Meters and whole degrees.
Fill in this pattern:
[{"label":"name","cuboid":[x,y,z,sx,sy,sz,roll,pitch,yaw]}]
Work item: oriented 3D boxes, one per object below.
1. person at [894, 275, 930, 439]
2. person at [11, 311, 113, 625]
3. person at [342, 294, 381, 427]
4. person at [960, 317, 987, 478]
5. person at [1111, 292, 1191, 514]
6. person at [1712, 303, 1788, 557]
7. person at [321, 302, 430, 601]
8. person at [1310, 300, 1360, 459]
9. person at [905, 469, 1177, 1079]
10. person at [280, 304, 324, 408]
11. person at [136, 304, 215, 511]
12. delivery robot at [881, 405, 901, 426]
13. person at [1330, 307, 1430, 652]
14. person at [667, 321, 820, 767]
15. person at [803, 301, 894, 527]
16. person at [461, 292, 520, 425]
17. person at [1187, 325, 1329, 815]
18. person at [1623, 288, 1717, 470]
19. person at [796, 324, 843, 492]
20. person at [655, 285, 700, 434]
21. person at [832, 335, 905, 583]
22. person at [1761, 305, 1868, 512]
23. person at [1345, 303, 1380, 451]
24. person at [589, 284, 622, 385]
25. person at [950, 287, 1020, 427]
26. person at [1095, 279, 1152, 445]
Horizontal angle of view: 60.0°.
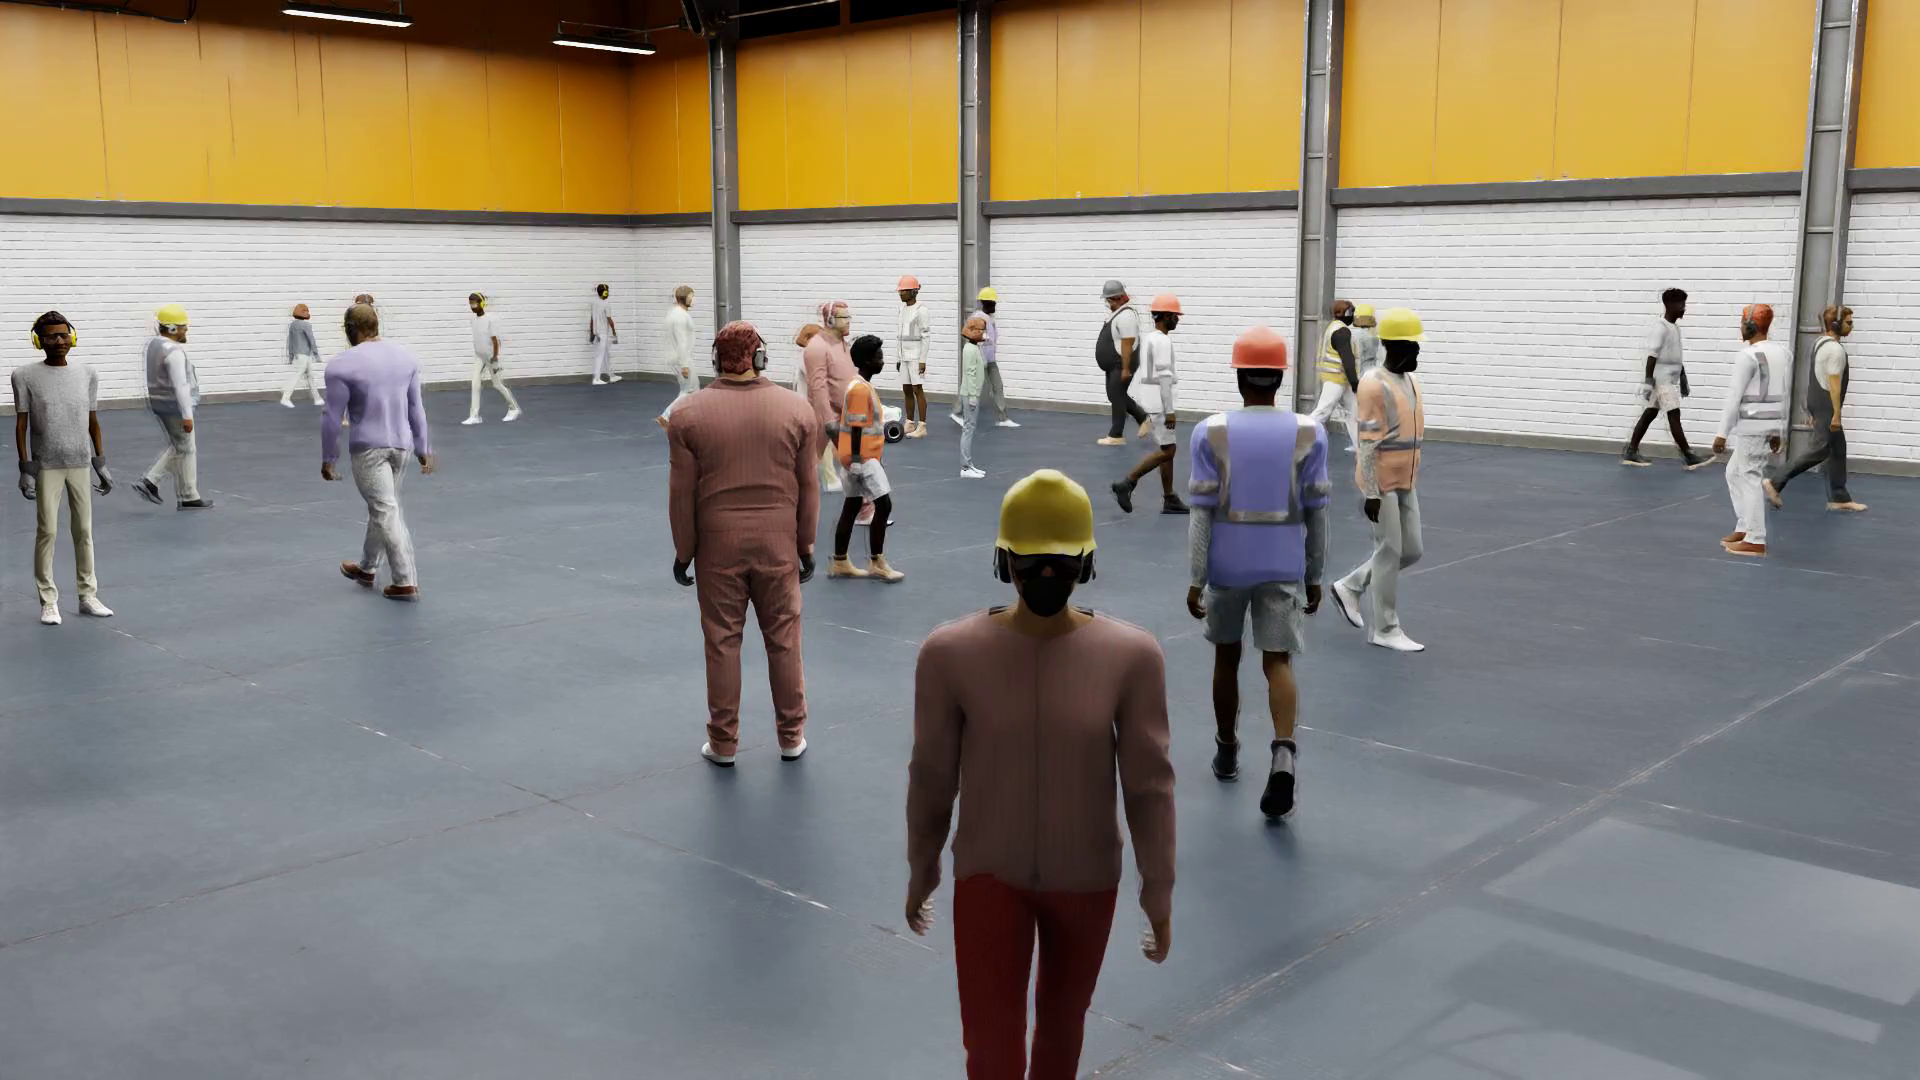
[{"label":"person","cuboid":[-0.630,-2.286,20.821,0.388,2.041,0.615,-6,11,-34]},{"label":"person","cuboid":[-5.389,-0.435,10.012,0.328,1.869,0.521,8,12,42]},{"label":"person","cuboid":[-8.094,-2.432,22.522,0.990,1.797,0.629,-6,11,-30]},{"label":"person","cuboid":[0.138,-1.454,16.972,0.271,1.631,0.507,1,9,4]},{"label":"person","cuboid":[1.682,-1.151,14.224,0.671,1.925,0.584,0,9,-1]},{"label":"person","cuboid":[5.814,-0.813,12.349,0.580,1.868,0.573,-8,12,-40]},{"label":"person","cuboid":[-3.852,-0.573,10.746,0.956,1.896,0.652,6,11,33]},{"label":"person","cuboid":[4.183,-1.771,18.512,0.992,1.785,0.628,2,10,13]},{"label":"person","cuboid":[0.169,0.709,3.457,0.554,1.715,0.923,-1,9,-4]},{"label":"person","cuboid":[-10.141,-2.837,25.594,0.497,1.595,0.862,8,12,40]},{"label":"person","cuboid":[-6.869,-1.144,14.500,0.501,1.820,0.617,-8,12,-42]},{"label":"delivery robot","cuboid":[-1.086,-1.509,20.320,0.707,0.478,0.477,-2,9,-13]},{"label":"person","cuboid":[2.359,-0.340,9.299,0.558,1.911,0.593,9,13,43]},{"label":"person","cuboid":[-0.921,0.020,7.120,0.642,1.902,0.399,-2,10,-13]},{"label":"person","cuboid":[-1.085,-1.028,13.681,0.995,1.869,0.631,5,10,27]},{"label":"person","cuboid":[-6.490,-2.513,22.941,0.529,1.814,0.976,5,11,28]},{"label":"person","cuboid":[1.182,0.110,6.585,0.552,1.912,0.879,1,9,4]},{"label":"person","cuboid":[7.551,-1.704,17.632,0.988,1.909,0.630,7,12,37]},{"label":"person","cuboid":[-1.309,-1.211,15.575,0.740,1.607,0.507,0,9,1]},{"label":"person","cuboid":[-3.431,-2.176,20.496,0.537,1.929,0.646,-1,9,-8]},{"label":"person","cuboid":[-0.595,-0.545,11.257,0.633,1.669,0.552,0,9,-2]},{"label":"person","cuboid":[7.492,-1.138,14.491,0.857,1.818,0.518,2,10,15]},{"label":"person","cuboid":[4.689,-1.851,19.130,0.490,1.727,0.497,-9,13,-44]},{"label":"person","cuboid":[-6.497,-3.790,30.695,0.541,1.829,0.862,8,12,41]},{"label":"person","cuboid":[0.313,-2.453,22.327,0.938,1.890,0.600,4,10,23]},{"label":"person","cuboid":[1.982,-2.152,20.005,0.717,2.000,0.697,-1,9,-6]}]
